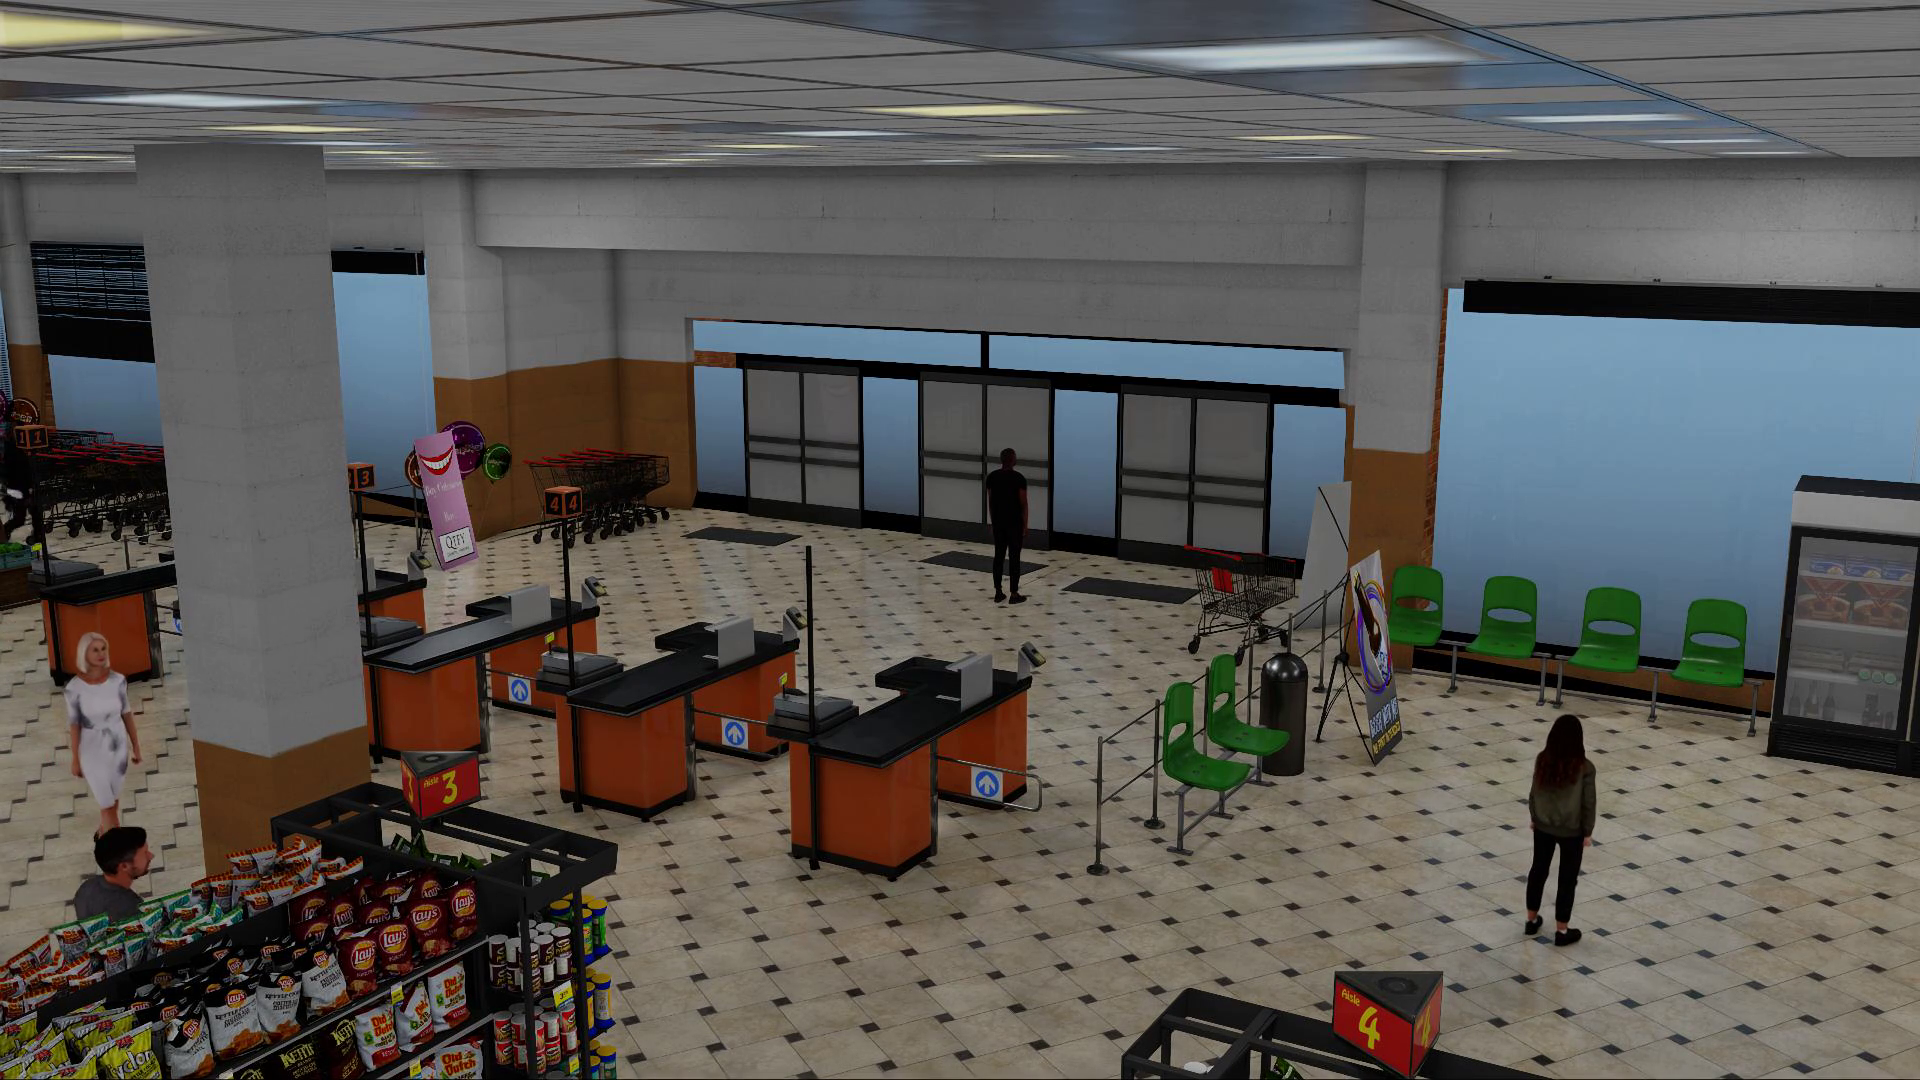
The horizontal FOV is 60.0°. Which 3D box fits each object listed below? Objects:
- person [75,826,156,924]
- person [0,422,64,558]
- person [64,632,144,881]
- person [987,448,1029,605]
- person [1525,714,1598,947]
[{"bbox_3d":[-3.988,2.250,7.792,0.771,1.843,1.095,8,14,34],"label":"person"},{"bbox_3d":[-12.205,-0.597,21.440,1.241,1.790,1.125,-4,13,-20],"label":"person"},{"bbox_3d":[-6.048,1.495,11.694,0.693,1.712,0.939,8,14,35],"label":"person"},{"bbox_3d":[0.553,-0.170,19.343,0.660,1.820,0.551,6,13,28],"label":"person"},{"bbox_3d":[3.833,1.841,10.642,0.598,1.469,0.636,-11,16,-42],"label":"person"}]
